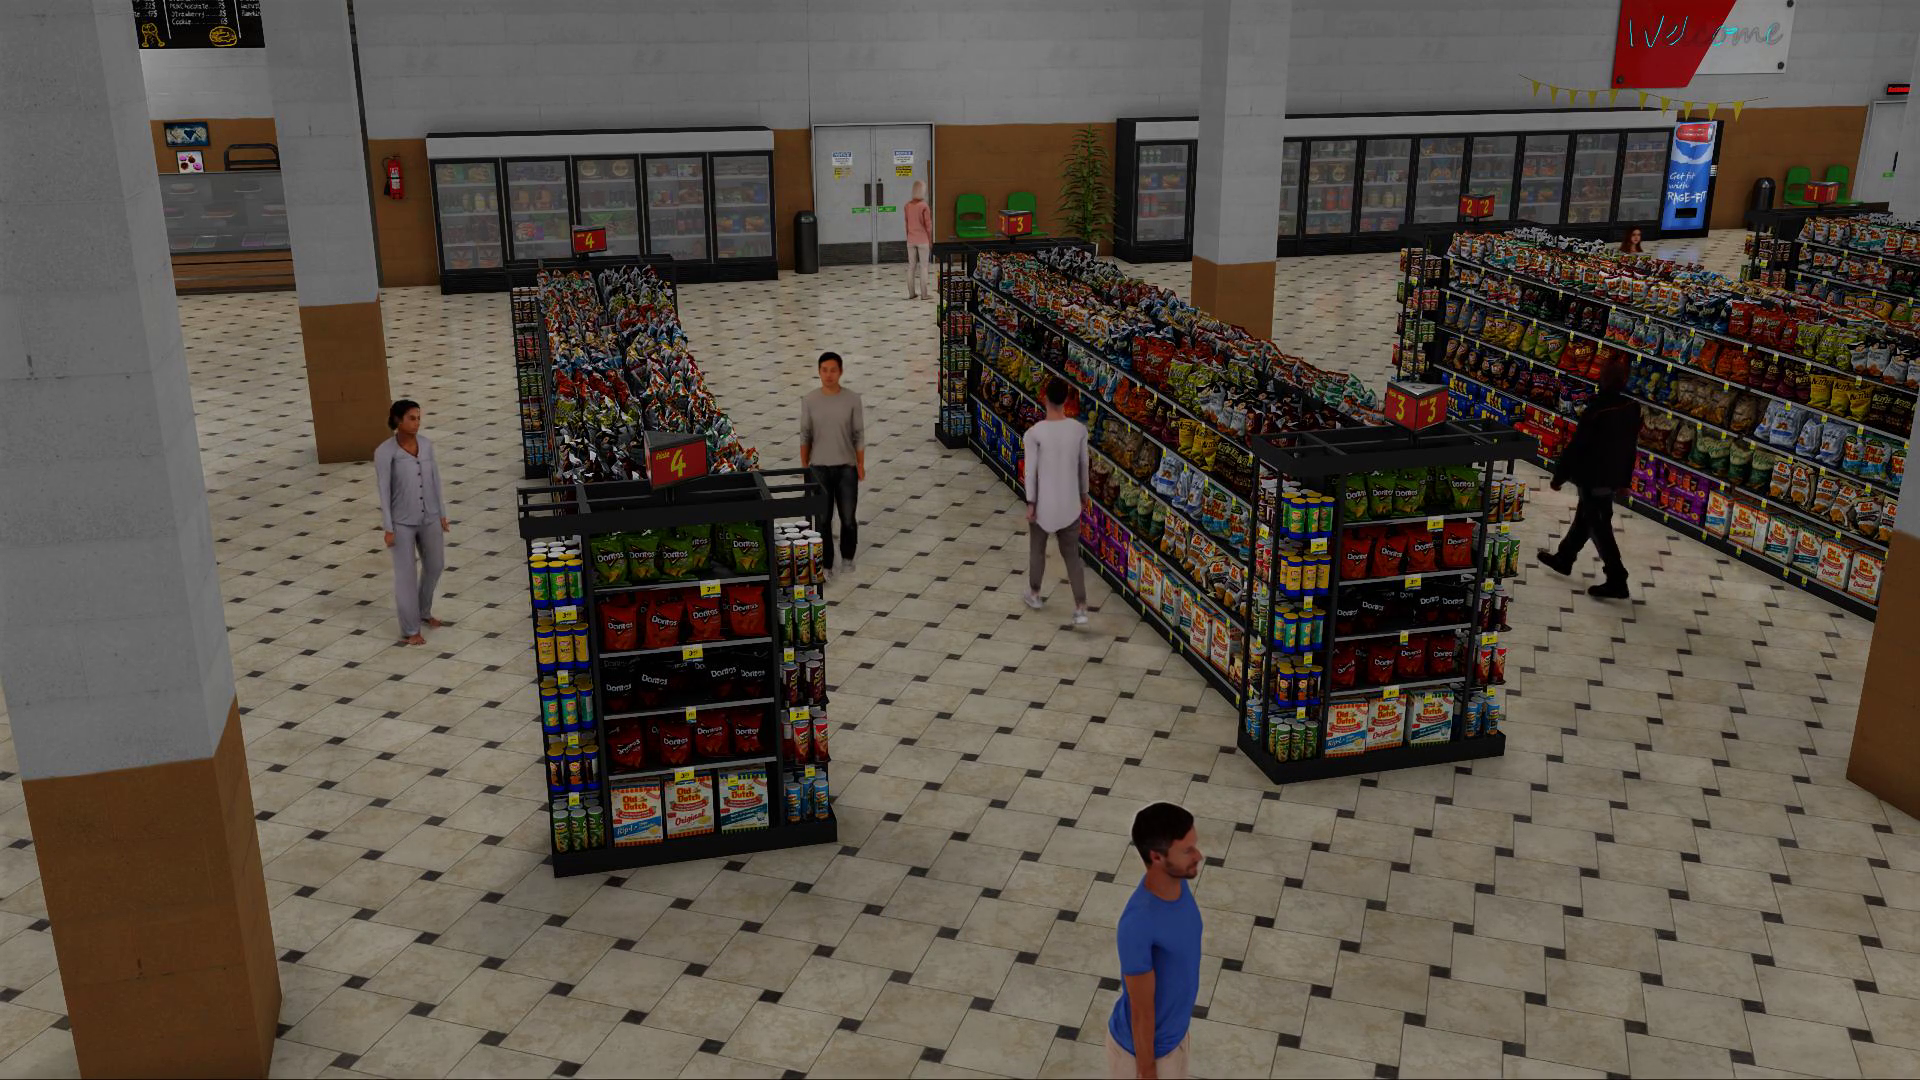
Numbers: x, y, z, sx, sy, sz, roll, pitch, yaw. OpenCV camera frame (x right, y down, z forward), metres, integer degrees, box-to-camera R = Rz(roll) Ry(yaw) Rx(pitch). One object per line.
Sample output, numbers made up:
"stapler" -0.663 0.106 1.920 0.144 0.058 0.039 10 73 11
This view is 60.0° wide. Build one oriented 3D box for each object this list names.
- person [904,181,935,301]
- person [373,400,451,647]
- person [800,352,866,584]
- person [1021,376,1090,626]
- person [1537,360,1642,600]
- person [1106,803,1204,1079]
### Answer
"person" -0.614 -4.409 24.450 0.671 1.723 0.733 11 21 29
"person" -3.901 -0.163 11.826 0.835 1.743 0.887 -17 25 -41
"person" -0.981 -0.598 12.982 0.775 1.830 0.846 1 19 2
"person" 0.730 -0.236 11.951 0.704 1.802 1.149 -5 19 -15
"person" 4.880 -0.420 12.519 0.928 1.789 1.262 -11 22 -30
"person" 0.678 1.771 5.902 0.791 1.864 0.701 8 20 21
